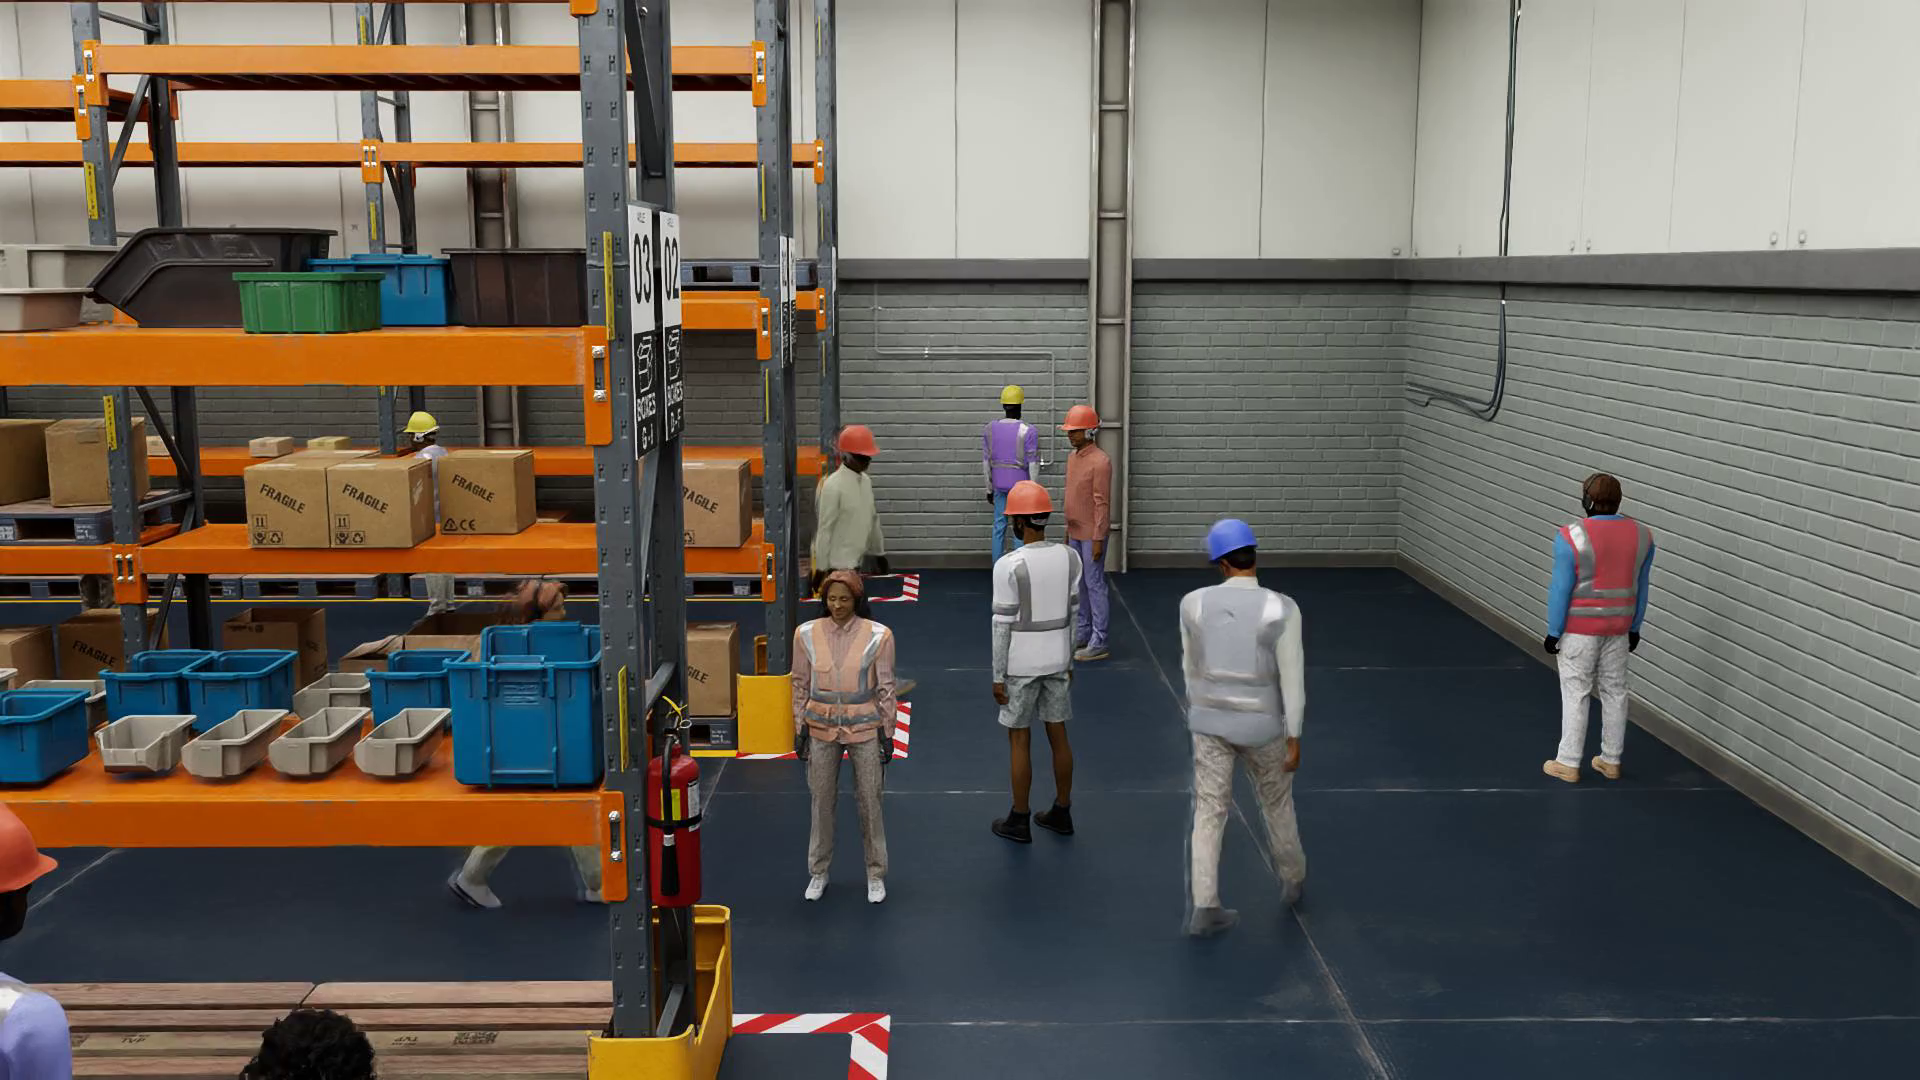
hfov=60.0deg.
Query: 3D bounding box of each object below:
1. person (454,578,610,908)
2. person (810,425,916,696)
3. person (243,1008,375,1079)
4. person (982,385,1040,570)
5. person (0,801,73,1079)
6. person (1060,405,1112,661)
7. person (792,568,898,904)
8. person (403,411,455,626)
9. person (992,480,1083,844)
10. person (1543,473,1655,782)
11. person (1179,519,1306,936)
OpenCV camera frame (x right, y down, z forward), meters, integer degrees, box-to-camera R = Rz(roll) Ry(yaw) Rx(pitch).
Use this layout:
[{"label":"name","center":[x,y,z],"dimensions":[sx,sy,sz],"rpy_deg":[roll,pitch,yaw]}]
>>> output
[{"label":"person","center":[-2.003,0.965,7.836],"dimensions":[0.838,1.601,0.527],"rpy_deg":[1,9,9]},{"label":"person","center":[-0.699,0.147,11.798],"dimensions":[0.962,1.933,0.753],"rpy_deg":[3,10,18]},{"label":"person","center":[-1.134,1.698,3.078],"dimensions":[0.564,1.678,0.386],"rpy_deg":[-6,11,-32]},{"label":"person","center":[0.499,-0.518,15.939],"dimensions":[0.588,1.930,0.364],"rpy_deg":[5,11,28]},{"label":"person","center":[-2.043,1.497,3.556],"dimensions":[0.542,1.939,0.361],"rpy_deg":[3,10,16]},{"label":"person","center":[0.967,-0.061,12.972],"dimensions":[0.407,1.987,0.615],"rpy_deg":[-4,10,-22]},{"label":"person","center":[-0.549,0.935,7.958],"dimensions":[0.514,1.630,0.318],"rpy_deg":[1,9,8]},{"label":"person","center":[-4.518,-0.178,14.150],"dimensions":[0.403,1.831,0.597],"rpy_deg":[0,9,3]},{"label":"person","center":[0.378,0.645,8.828],"dimensions":[0.544,1.929,0.382],"rpy_deg":[-6,11,-31]},{"label":"person","center":[3.753,0.518,9.858],"dimensions":[0.633,1.843,0.429],"rpy_deg":[-2,9,-12]},{"label":"person","center":[1.313,0.849,7.746],"dimensions":[0.620,1.872,0.869],"rpy_deg":[4,10,24]}]
